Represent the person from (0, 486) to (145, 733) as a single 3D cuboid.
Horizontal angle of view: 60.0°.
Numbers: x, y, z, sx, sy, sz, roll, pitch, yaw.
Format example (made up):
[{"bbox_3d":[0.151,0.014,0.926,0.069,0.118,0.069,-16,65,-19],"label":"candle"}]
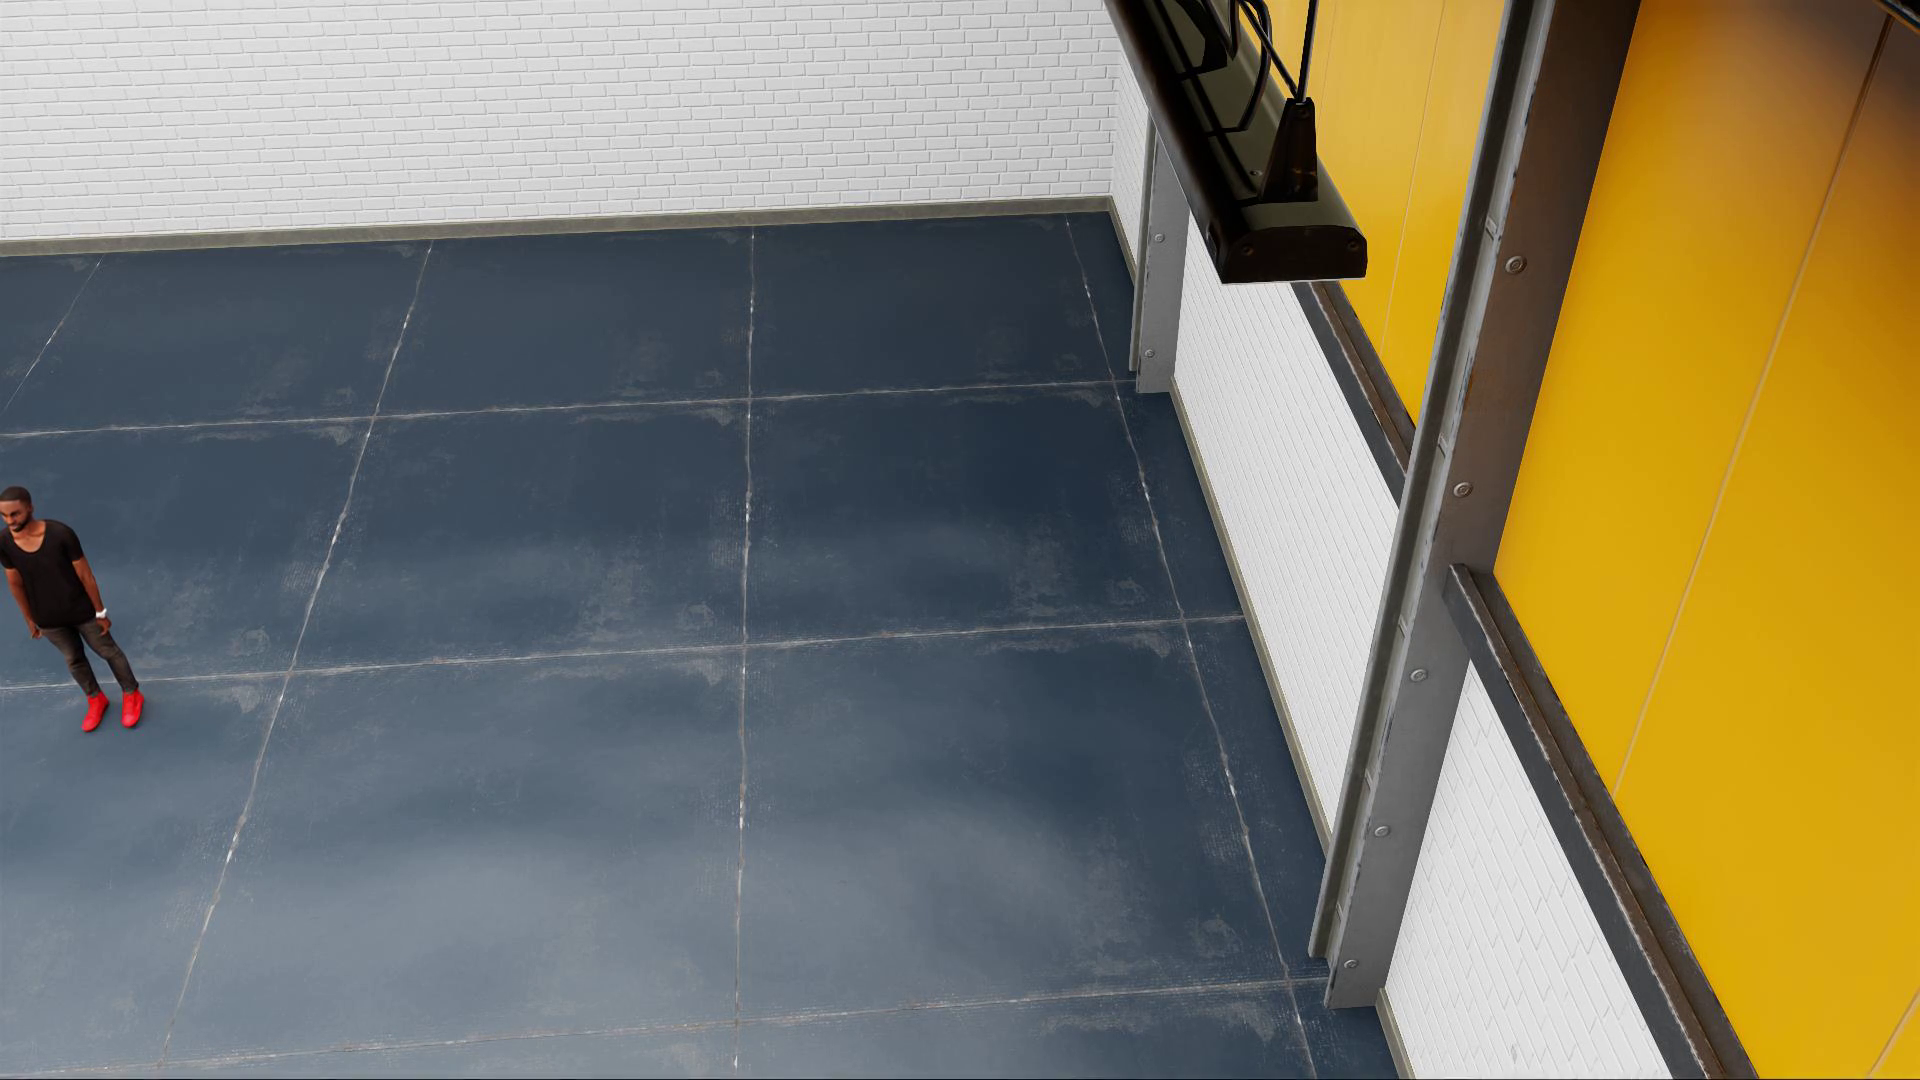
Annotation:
[{"bbox_3d":[-5.458,0.401,10.164,0.644,1.807,0.538,-5,39,-6],"label":"person"}]
